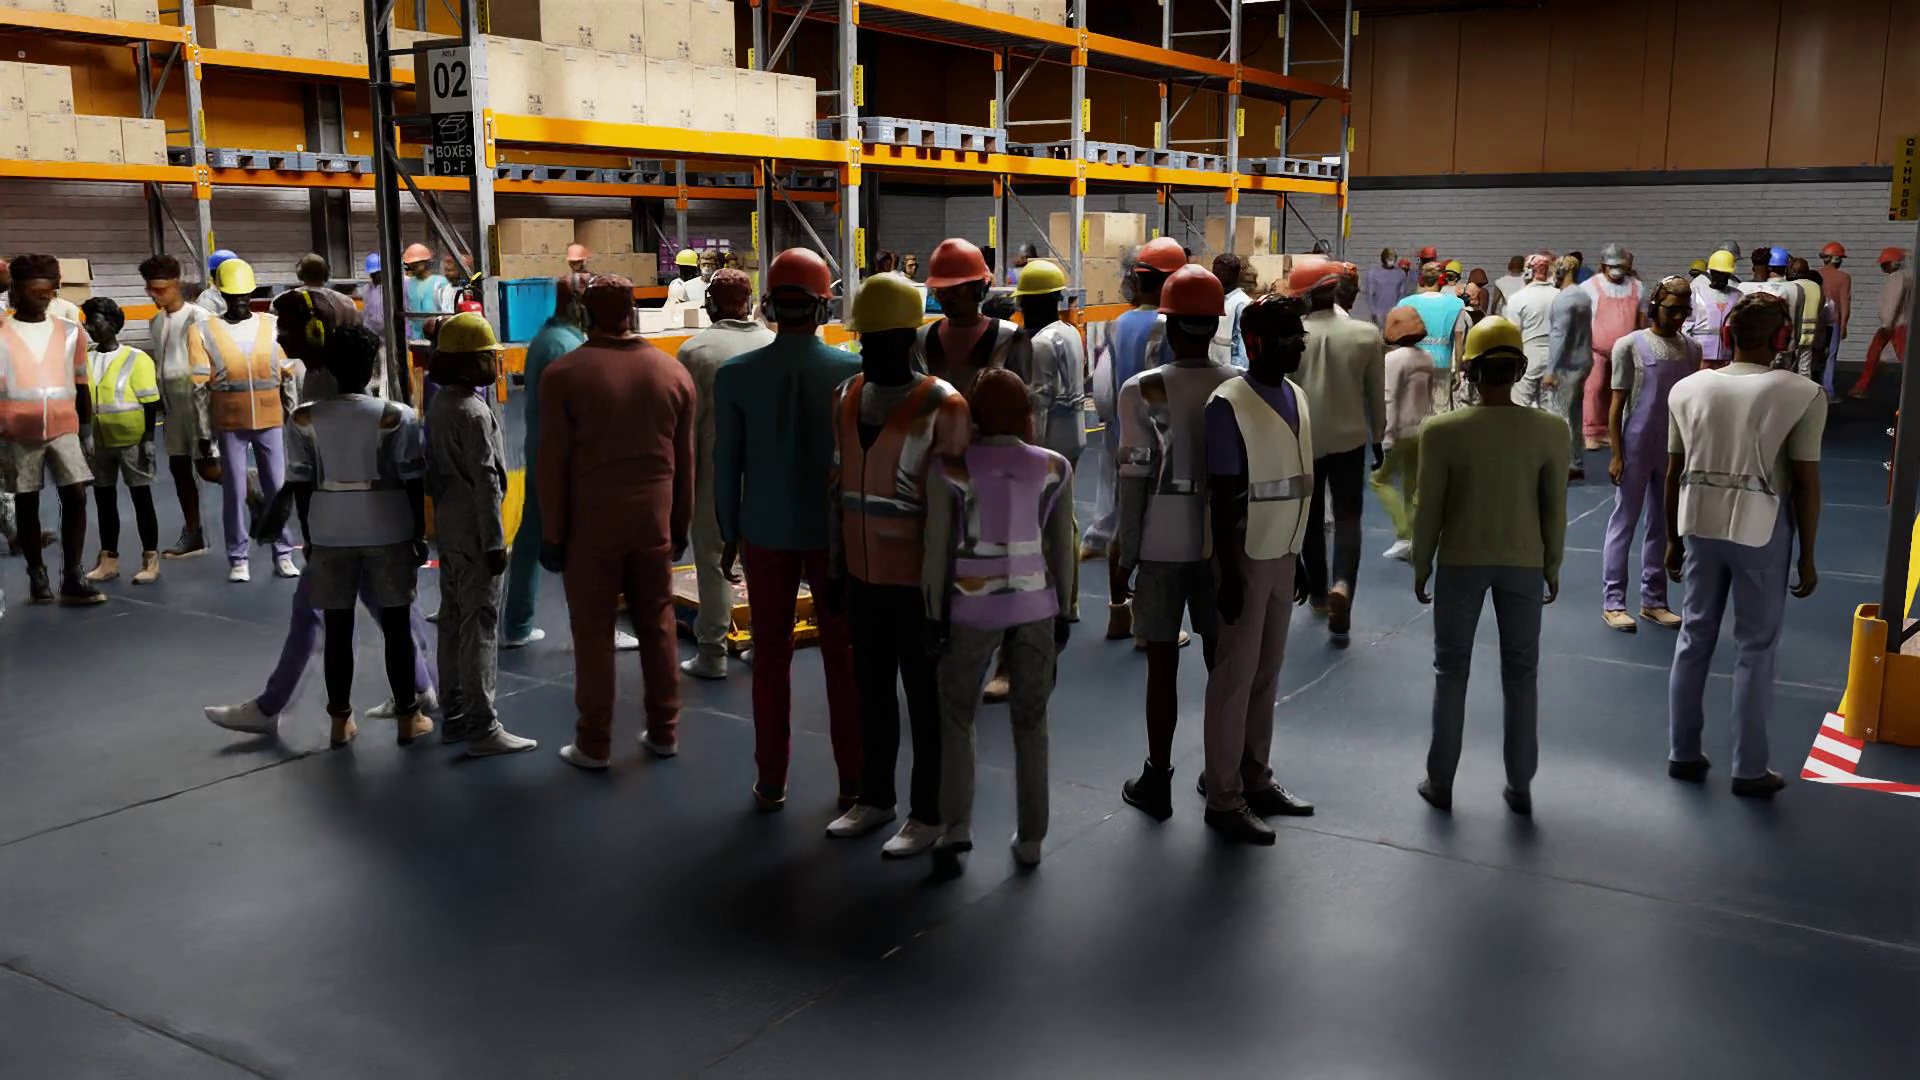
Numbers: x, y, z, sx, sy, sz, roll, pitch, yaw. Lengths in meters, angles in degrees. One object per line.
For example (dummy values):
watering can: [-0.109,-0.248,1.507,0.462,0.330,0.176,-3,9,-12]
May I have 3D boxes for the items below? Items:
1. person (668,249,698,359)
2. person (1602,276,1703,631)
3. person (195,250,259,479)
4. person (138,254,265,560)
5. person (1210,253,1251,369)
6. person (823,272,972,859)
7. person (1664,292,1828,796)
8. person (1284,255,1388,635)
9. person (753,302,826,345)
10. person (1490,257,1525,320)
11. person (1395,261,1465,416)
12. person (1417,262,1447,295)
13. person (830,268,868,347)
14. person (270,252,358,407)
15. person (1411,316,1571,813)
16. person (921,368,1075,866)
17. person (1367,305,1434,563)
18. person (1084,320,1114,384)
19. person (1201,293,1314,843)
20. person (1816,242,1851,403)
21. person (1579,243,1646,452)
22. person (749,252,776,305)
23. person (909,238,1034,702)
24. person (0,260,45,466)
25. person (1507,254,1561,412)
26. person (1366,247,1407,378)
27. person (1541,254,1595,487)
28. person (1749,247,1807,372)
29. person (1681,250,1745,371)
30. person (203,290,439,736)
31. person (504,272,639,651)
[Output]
person: [-3.032,-2.250,18.445,0.397,1.918,0.588,1,10,5]
person: [3.607,-0.442,8.640,0.504,1.840,0.345,-2,10,-13]
person: [-6.193,-1.469,14.054,0.416,1.940,0.607,0,10,-1]
person: [-4.858,-0.860,10.681,0.652,1.937,0.702,6,12,29]
person: [2.162,-1.319,13.281,0.370,1.916,0.597,-2,10,-10]
person: [-0.221,0.088,5.494,0.589,1.922,0.389,9,14,41]
person: [2.842,0.018,6.103,0.395,1.836,0.561,-8,13,-39]
person: [1.910,-0.503,8.681,0.633,1.952,0.929,2,10,11]
person: [-1.248,-1.163,12.408,0.585,1.920,0.383,4,11,22]
person: [7.747,-3.066,23.330,0.603,1.784,0.925,1,10,5]
person: [3.977,-1.436,14.138,0.564,1.842,0.393,3,11,14]
person: [6.808,-3.098,23.718,0.585,1.699,0.868,-3,11,-16]
person: [-1.135,-2.189,18.139,0.599,1.909,0.401,-5,11,-25]
person: [-4.957,-1.251,12.866,0.652,1.928,0.438,-3,11,-18]
person: [1.870,0.092,5.913,0.528,1.762,0.342,2,10,10]
person: [0.127,0.253,5.417,0.523,1.612,0.375,-3,11,-15]
person: [2.766,-0.652,10.405,0.522,1.617,0.343,-9,14,-41]
person: [1.983,-3.145,23.525,0.564,1.868,0.590,-9,13,-40]
person: [1.015,0.082,5.715,0.389,1.846,0.565,7,13,35]
person: [10.778,-2.699,20.722,0.392,1.991,0.612,-6,12,-32]
person: [6.262,-1.882,16.059,0.700,2.000,0.678,-1,10,-8]
person: [-2.892,-3.360,24.632,0.589,1.907,0.683,7,12,34]
person: [0.020,-0.296,7.321,0.615,2.029,0.409,4,11,23]
person: [-8.350,-1.527,14.605,0.849,1.849,0.593,-7,13,-35]
person: [5.001,-1.530,14.519,0.650,1.900,0.399,-3,11,-15]
person: [6.252,-3.300,24.274,0.625,1.905,0.821,-1,10,-4]
person: [5.033,-1.404,13.781,0.408,1.919,0.693,6,12,32]
person: [7.957,-1.883,16.316,0.605,1.951,0.380,-2,10,-11]
person: [7.031,-1.733,15.547,0.587,1.927,0.365,0,10,-2]
person: [-2.653,-0.106,6.838,0.984,1.816,0.492,-5,12,-27]
person: [-1.958,-0.367,8.190,0.655,1.870,0.674,-6,12,-28]
